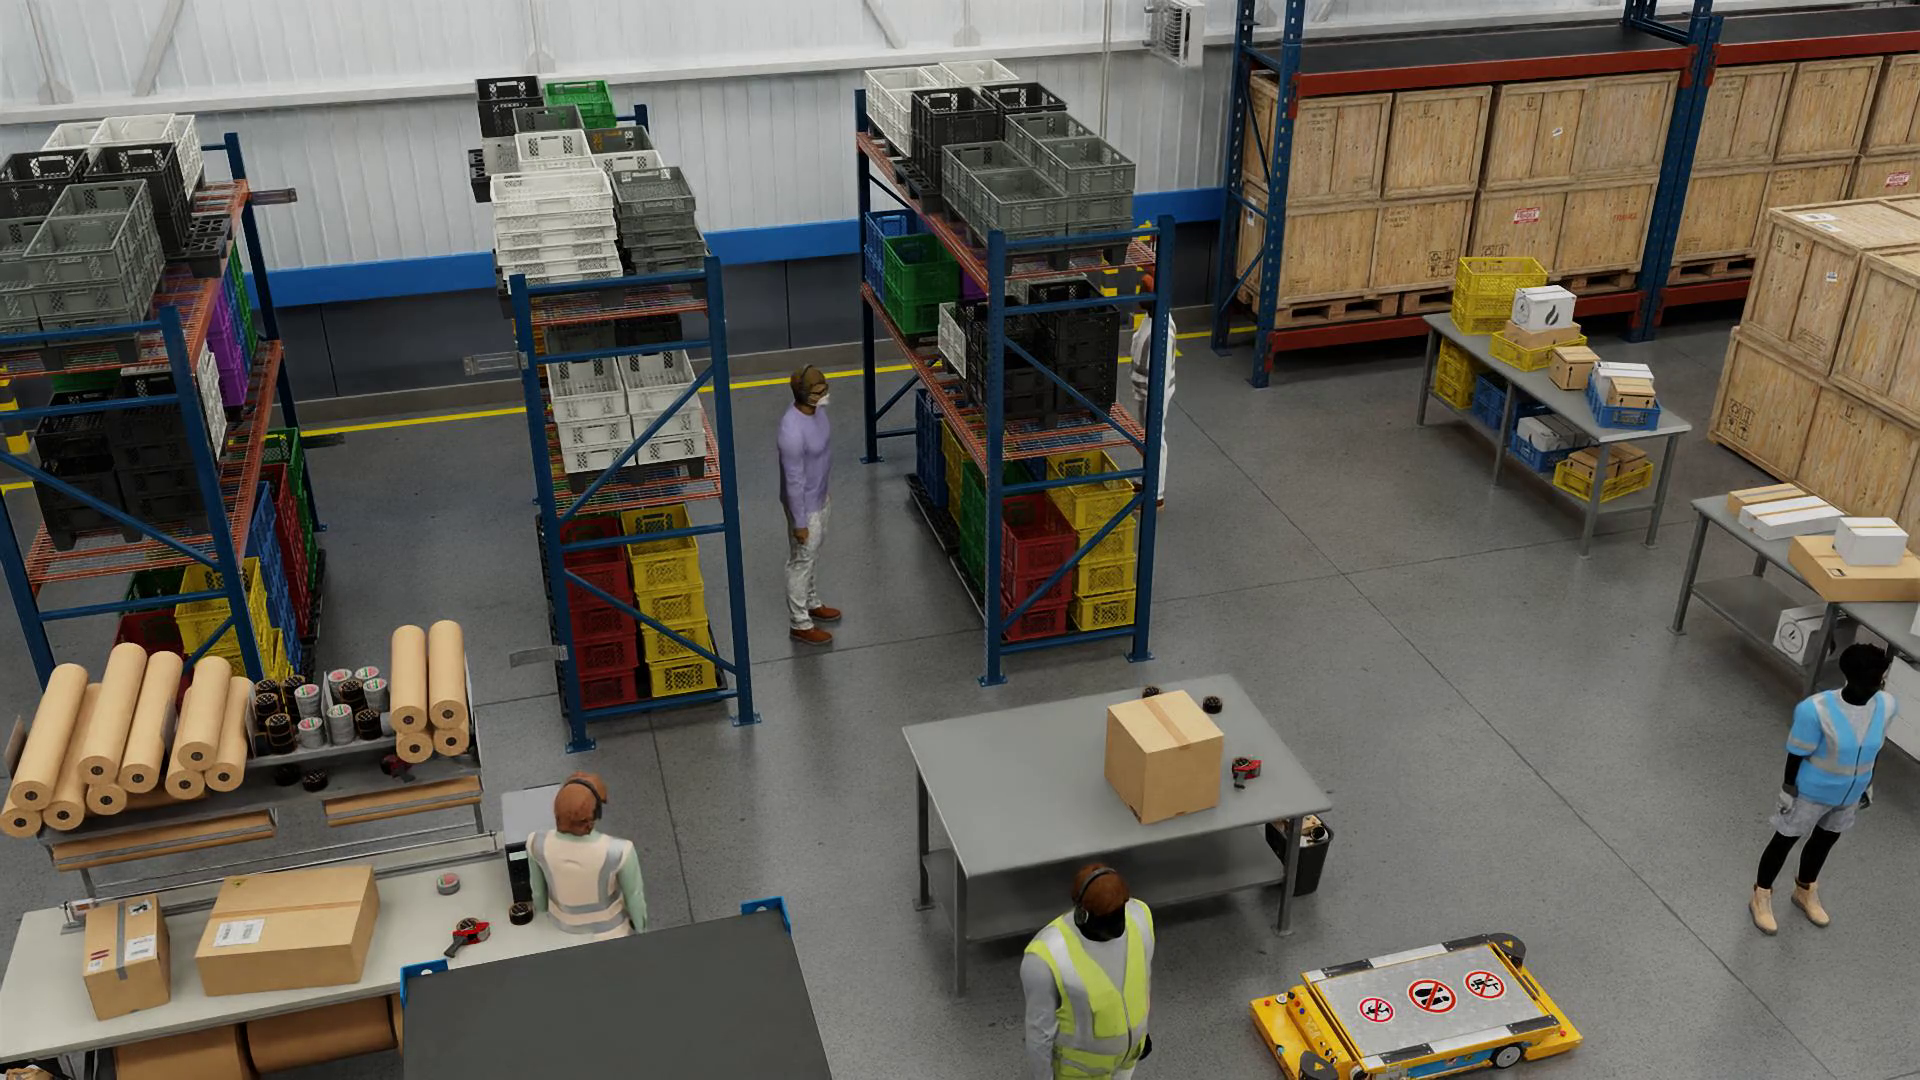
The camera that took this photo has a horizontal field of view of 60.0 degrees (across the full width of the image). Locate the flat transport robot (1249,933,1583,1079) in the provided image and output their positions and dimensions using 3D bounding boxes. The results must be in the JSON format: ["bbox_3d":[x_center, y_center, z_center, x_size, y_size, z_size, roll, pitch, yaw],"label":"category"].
[{"bbox_3d":[2.184,2.282,7.980,1.431,0.197,0.652,-8,30,-14],"label":"flat transport robot"}]

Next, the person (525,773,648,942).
[{"bbox_3d":[-1.662,1.767,7.514,0.527,1.631,0.318,3,29,5],"label":"person"}]

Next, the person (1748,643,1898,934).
[{"bbox_3d":[4.371,1.249,8.388,0.541,1.695,0.315,-5,29,-8],"label":"person"}]

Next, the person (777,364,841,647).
[{"bbox_3d":[-0.991,-0.244,10.858,0.356,1.938,0.633,4,29,8],"label":"person"}]

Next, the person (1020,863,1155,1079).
[{"bbox_3d":[0.541,2.069,6.751,0.627,1.844,0.429,-20,34,-31],"label":"person"}]

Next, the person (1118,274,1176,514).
[{"bbox_3d":[1.427,-1.104,12.481,0.356,1.883,0.572,-2,29,-4],"label":"person"}]
